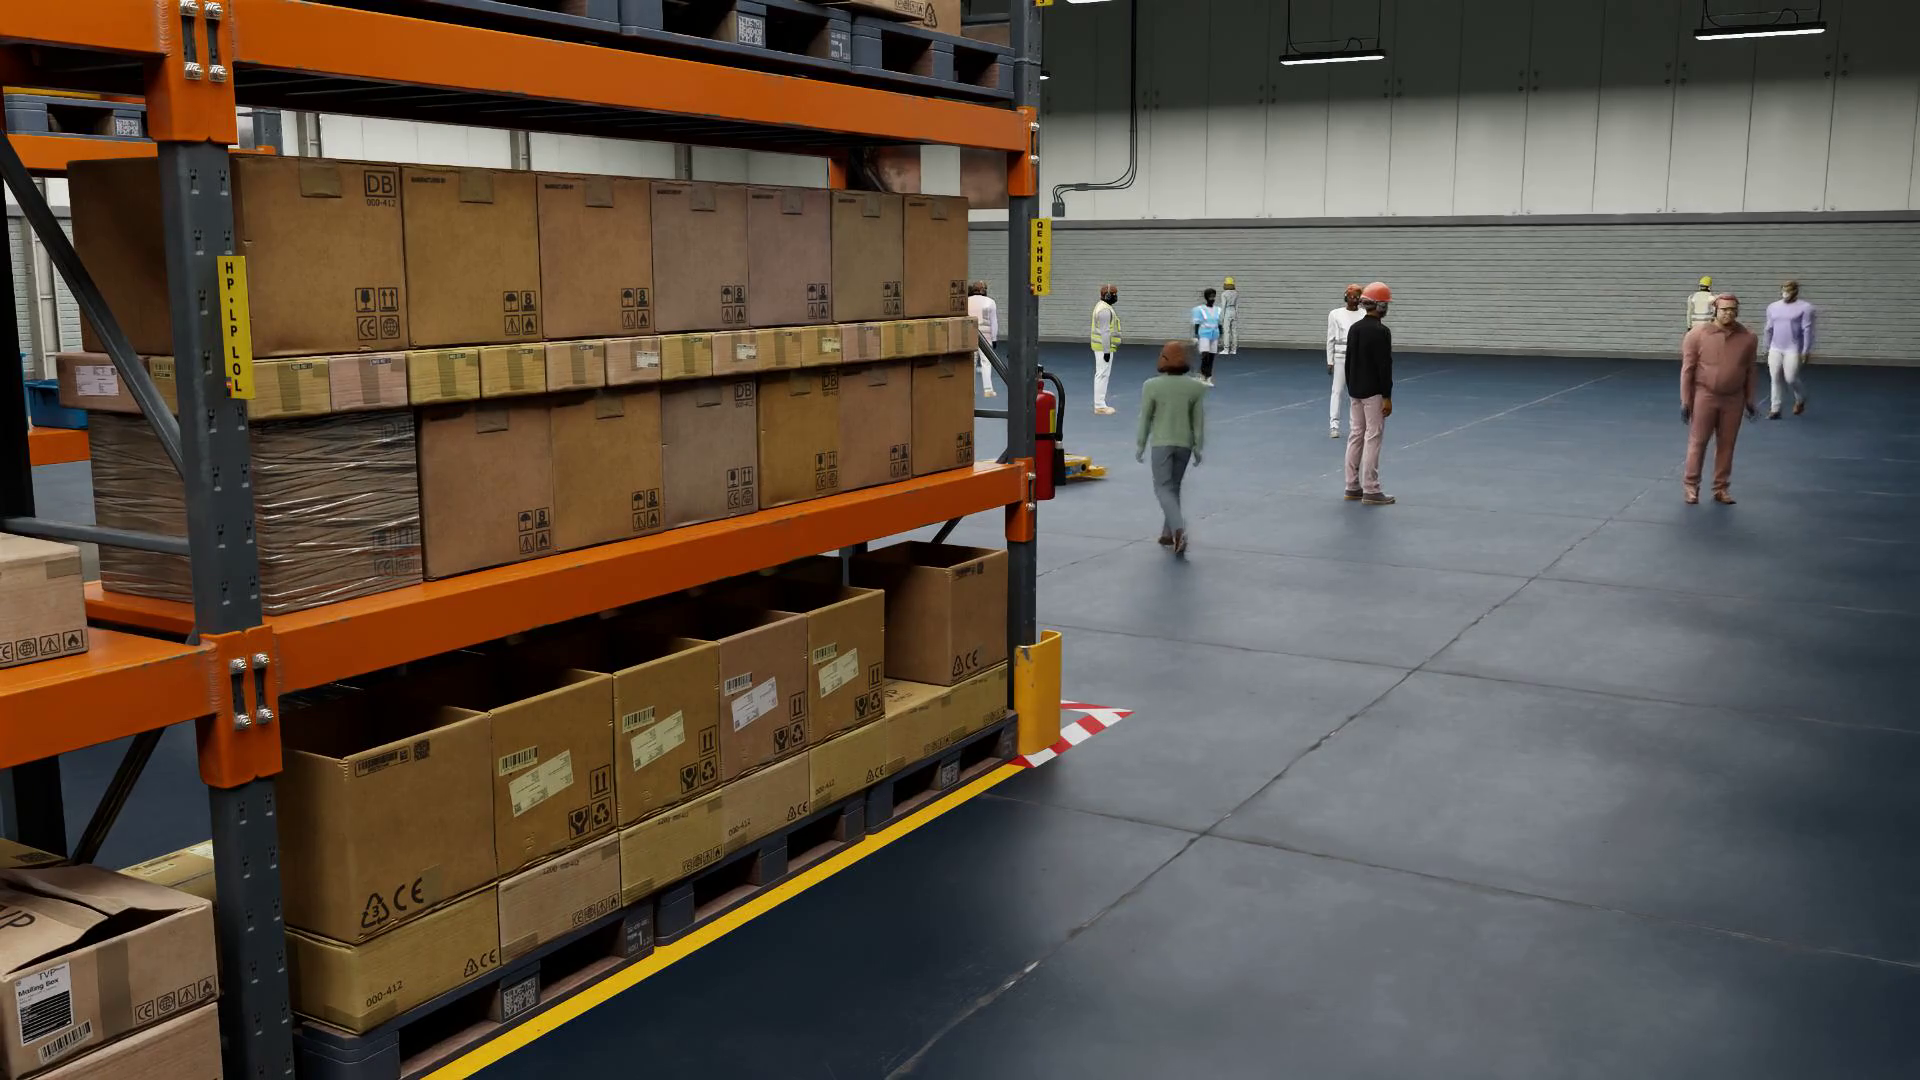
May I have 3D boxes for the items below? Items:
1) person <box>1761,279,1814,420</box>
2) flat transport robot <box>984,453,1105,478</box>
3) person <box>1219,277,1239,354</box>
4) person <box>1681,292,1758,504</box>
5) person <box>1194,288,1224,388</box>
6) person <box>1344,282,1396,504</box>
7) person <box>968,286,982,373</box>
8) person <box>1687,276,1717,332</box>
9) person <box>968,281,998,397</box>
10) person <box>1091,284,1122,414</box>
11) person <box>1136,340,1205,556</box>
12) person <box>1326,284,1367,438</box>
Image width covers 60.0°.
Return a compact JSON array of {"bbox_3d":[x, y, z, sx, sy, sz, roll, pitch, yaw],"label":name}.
[{"bbox_3d":[11.292,-2.592,22.673,0.561,1.927,0.638,-7,12,-37],"label":"person"},{"bbox_3d":[0.722,-0.695,16.384,1.431,0.197,0.652,-9,13,-44],"label":"flat transport robot"},{"bbox_3d":[6.113,-5.095,37.842,0.484,1.744,0.294,-6,11,-31],"label":"person"},{"bbox_3d":[6.826,-1.268,14.962,0.651,1.904,0.403,1,10,4],"label":"person"},{"bbox_3d":[4.231,-3.408,28.105,0.552,1.682,0.435,-4,11,-24],"label":"person"},{"bbox_3d":[3.721,-1.325,15.033,0.392,1.991,0.625,-3,10,-19],"label":"person"},{"bbox_3d":[0.225,-3.975,31.507,0.618,1.676,0.320,-6,12,-33],"label":"person"},{"bbox_3d":[14.340,-4.158,32.089,0.588,1.835,0.403,8,13,41],"label":"person"},{"bbox_3d":[0.307,-3.176,26.332,0.623,1.840,0.430,4,11,23],"label":"person"},{"bbox_3d":[2.068,-2.695,23.538,0.430,1.836,0.629,0,10,1],"label":"person"},{"bbox_3d":[1.602,-0.693,12.488,0.508,1.610,0.751,-2,10,-14],"label":"person"},{"bbox_3d":[4.787,-2.192,20.434,0.572,1.884,0.356,0,10,-2],"label":"person"}]
